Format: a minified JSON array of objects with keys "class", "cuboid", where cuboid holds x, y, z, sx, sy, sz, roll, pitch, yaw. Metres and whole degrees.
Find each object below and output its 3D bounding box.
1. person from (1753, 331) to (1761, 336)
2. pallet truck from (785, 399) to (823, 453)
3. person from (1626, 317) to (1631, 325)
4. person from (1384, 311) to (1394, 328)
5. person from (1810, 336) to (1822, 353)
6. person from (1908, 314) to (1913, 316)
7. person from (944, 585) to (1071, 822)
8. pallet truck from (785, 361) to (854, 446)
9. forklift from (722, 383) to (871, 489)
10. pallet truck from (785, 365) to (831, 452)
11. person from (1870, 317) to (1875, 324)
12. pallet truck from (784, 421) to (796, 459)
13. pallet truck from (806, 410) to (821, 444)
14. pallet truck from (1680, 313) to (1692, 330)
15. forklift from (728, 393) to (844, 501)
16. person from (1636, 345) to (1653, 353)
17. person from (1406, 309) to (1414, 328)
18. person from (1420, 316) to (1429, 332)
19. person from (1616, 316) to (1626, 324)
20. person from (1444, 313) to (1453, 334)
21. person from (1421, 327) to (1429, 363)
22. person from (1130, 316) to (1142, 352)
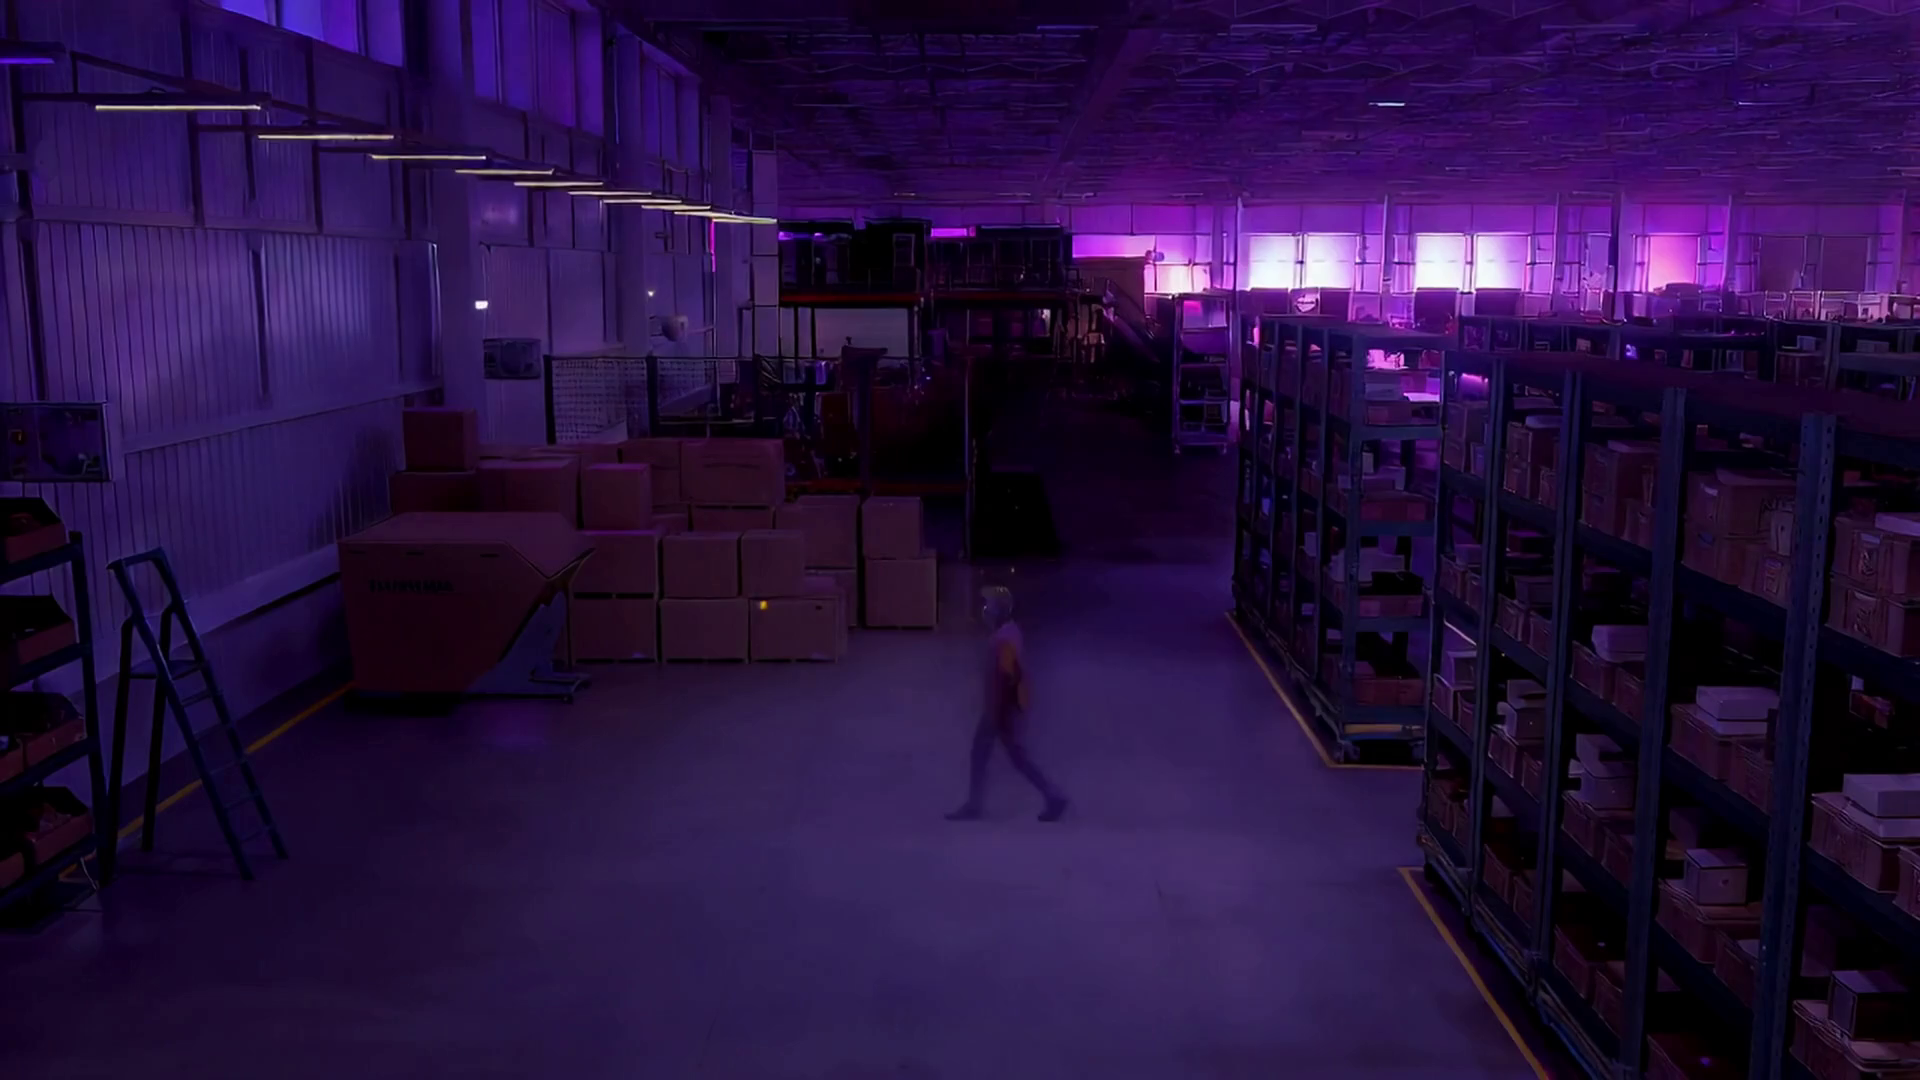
[{"class":"person","cuboid":[38.160,-9.634,79.651,0.537,1.697,0.319,-7,11,-35]},{"class":"pallet truck","cuboid":[-3.814,-2.432,36.419,1.630,1.274,0.653,0,9,1]},{"class":"person","cuboid":[31.308,-9.484,78.050,0.605,1.912,0.405,8,12,42]},{"class":"person","cuboid":[23.433,-11.511,90.663,0.352,1.891,0.704,-6,11,-34]},{"class":"person","cuboid":[30.249,-6.292,58.731,0.853,1.799,0.604,0,9,-1]},{"class":"person","cuboid":[48.317,-10.555,84.573,0.634,1.936,0.351,-6,11,-32]},{"class":"person","cuboid":[0.373,1.219,12.344,0.903,1.815,0.576,-1,9,-4]},{"class":"pallet truck","cuboid":[-3.410,-3.193,38.978,1.885,1.965,0.823,0,9,-1]},{"class":"forklift","cuboid":[-2.893,-1.687,28.729,2.680,1.987,1.157,0,9,-1]},{"class":"pallet truck","cuboid":[-3.774,-2.976,37.635,1.885,1.965,0.823,1,9,5]},{"class":"person","cuboid":[44.341,-9.917,80.999,0.509,1.829,0.564,-8,12,-42]},{"class":"pallet truck","cuboid":[-4.013,-1.793,32.705,1.601,1.201,0.680,0,9,1]},{"class":"pallet truck","cuboid":[-3.559,-2.018,33.905,1.522,1.261,0.704,0,9,-1]},{"class":"pallet truck","cuboid":[36.315,-10.531,84.244,0.823,1.965,1.885,-6,11,-33]},{"class":"forklift","cuboid":[-2.979,-1.316,26.476,2.680,1.987,1.157,0,9,1]},{"class":"person","cuboid":[24.426,-6.529,59.422,0.688,2.000,0.536,0,9,-2]},{"class":"person","cuboid":[25.626,-12.201,94.791,0.393,1.921,0.585,9,13,43]},{"class":"person","cuboid":[21.353,-9.299,76.645,0.382,1.993,0.622,-4,10,-22]},{"class":"person","cuboid":[33.376,-10.399,83.962,0.450,1.828,0.629,-7,12,-39]},{"class":"person","cuboid":[25.196,-10.769,85.911,0.415,1.940,0.601,-3,10,-18]},{"class":"person","cuboid":[18.746,-7.661,66.979,0.402,1.851,0.557,9,13,43]},{"class":"person","cuboid":[8.910,-10.419,84.113,0.648,1.808,0.608,-2,9,-12]}]
